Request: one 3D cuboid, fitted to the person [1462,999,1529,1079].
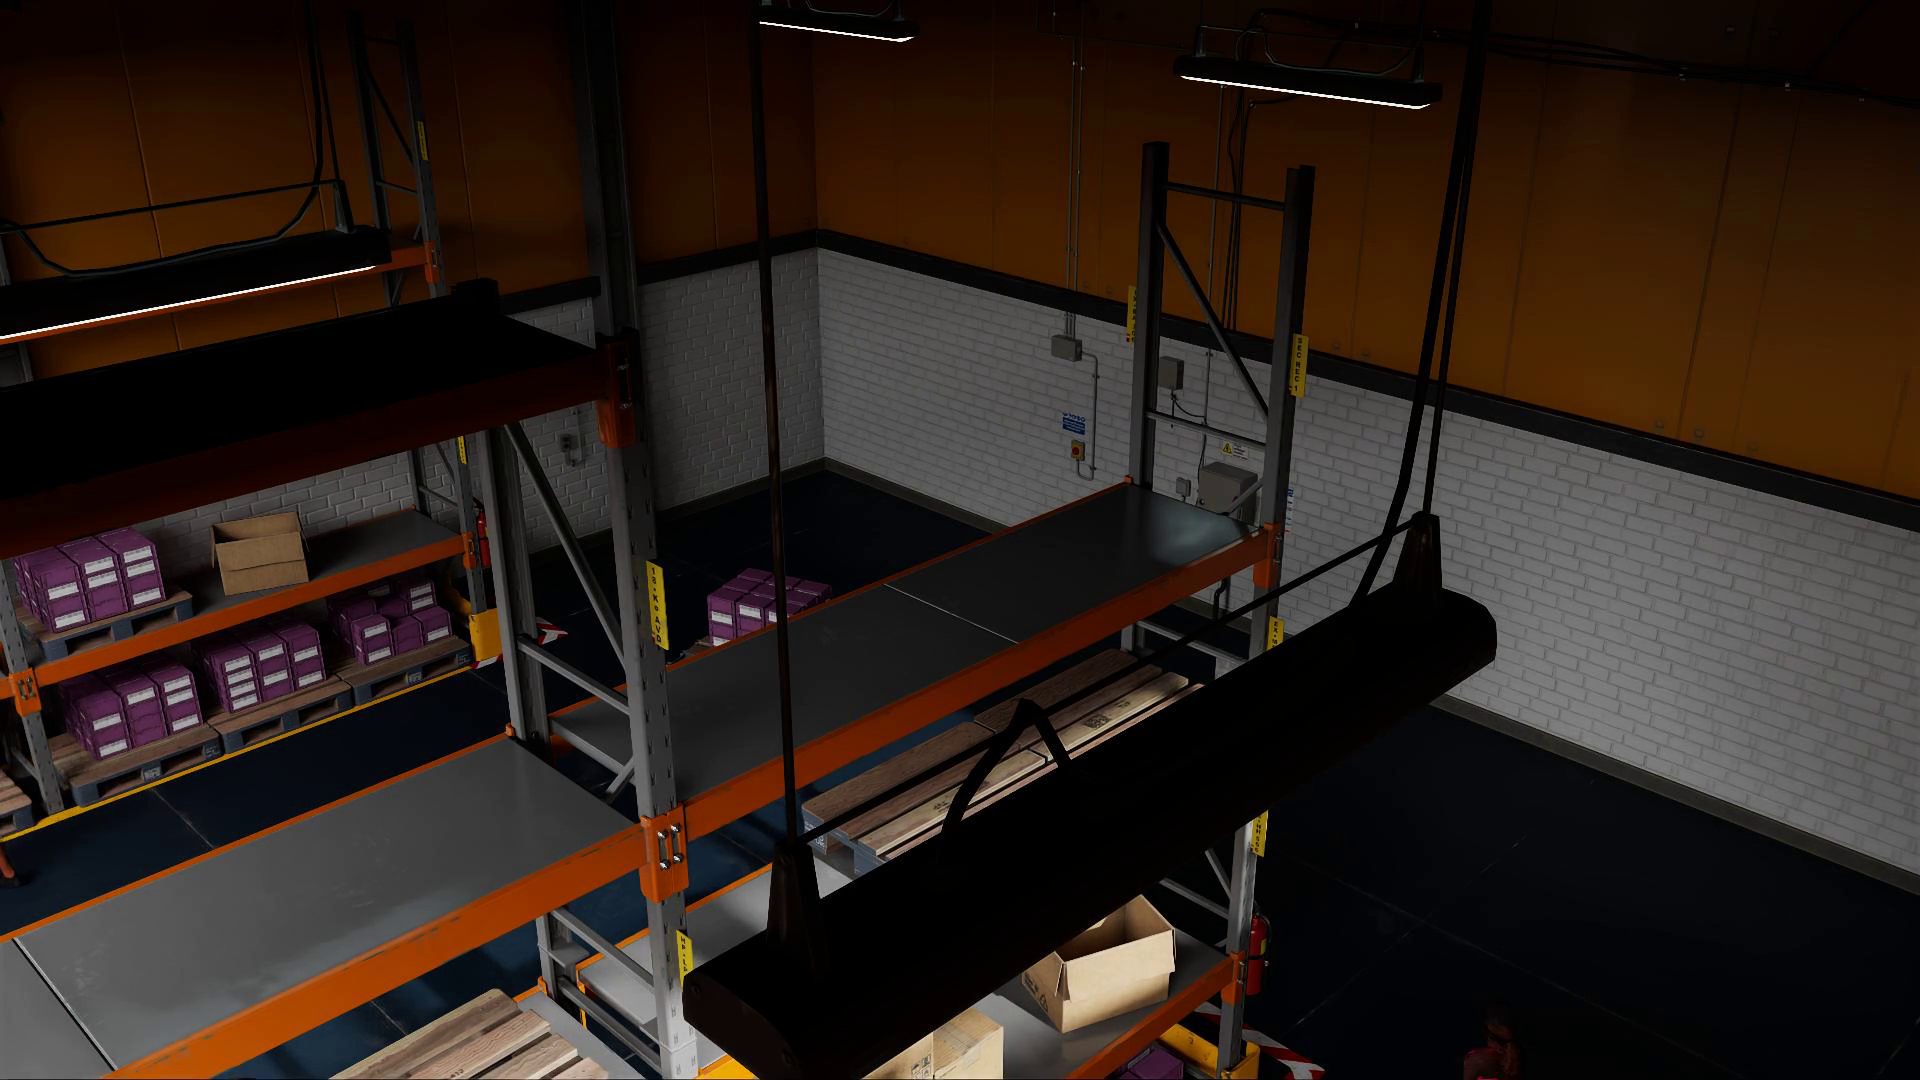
[{"bbox_3d":[2.948,3.333,9.188,0.837,1.708,0.847,-6,24,-14],"label":"person"}]
